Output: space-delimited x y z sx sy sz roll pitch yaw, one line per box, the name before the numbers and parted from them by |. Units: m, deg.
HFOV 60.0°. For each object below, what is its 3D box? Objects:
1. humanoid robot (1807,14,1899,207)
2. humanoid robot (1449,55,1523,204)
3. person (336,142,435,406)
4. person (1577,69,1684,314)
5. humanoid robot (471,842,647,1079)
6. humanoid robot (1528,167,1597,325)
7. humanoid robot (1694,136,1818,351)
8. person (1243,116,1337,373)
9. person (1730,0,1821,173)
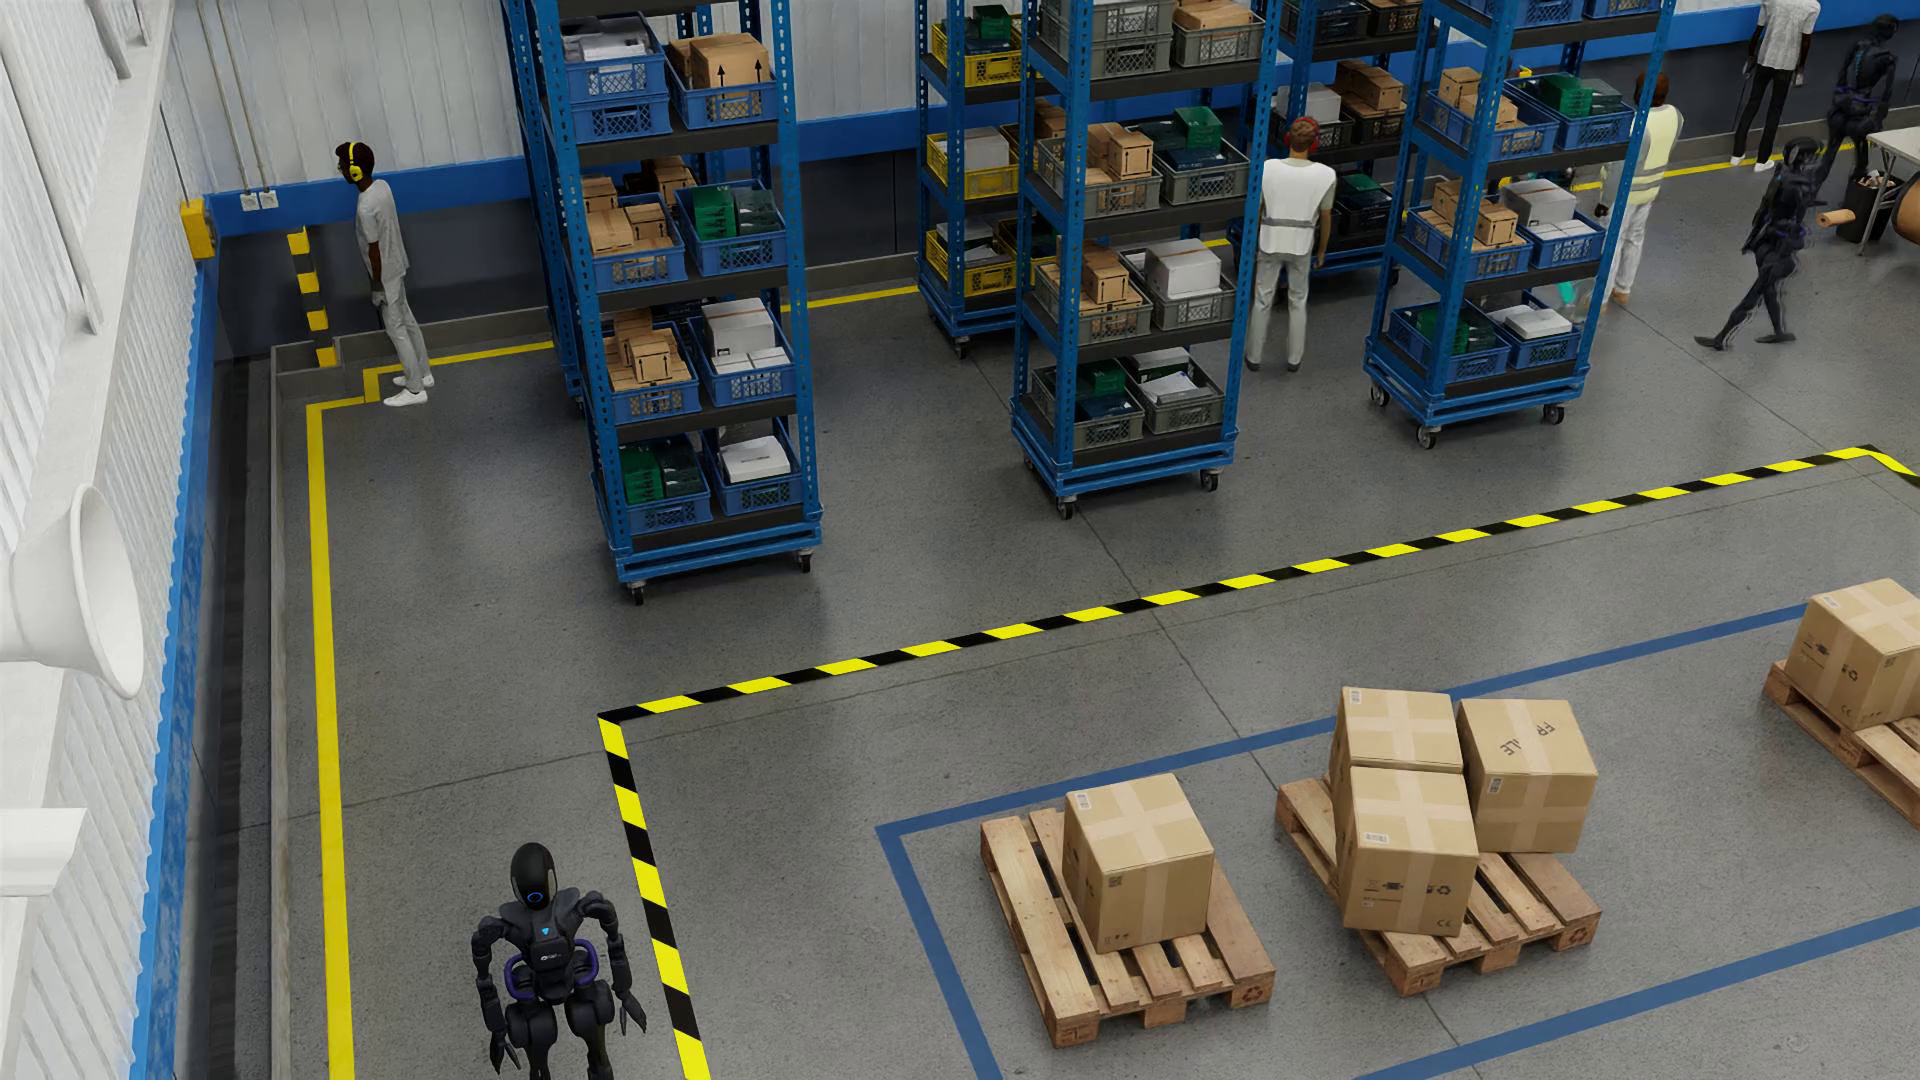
humanoid robot | 7.547 -3.596 13.944 0.627 1.642 0.599 -10 36 -14
humanoid robot | 4.225 -3.114 13.304 0.599 1.615 0.810 21 40 27
person | -3.873 -1.787 11.210 0.313 1.864 0.507 -2 35 -3
person | 4.954 -2.582 12.351 0.632 1.841 0.429 -21 40 -27
humanoid robot | -1.511 1.766 6.317 0.599 1.657 0.315 -12 37 -17
humanoid robot | 4.398 -2.119 11.808 0.958 1.759 0.544 -6 36 -8
humanoid robot | 5.784 -2.101 11.853 0.787 1.627 0.591 -1 35 -1
person | 2.273 -2.020 11.568 0.561 1.831 0.413 5 36 7
person | 7.148 -4.154 14.569 0.513 1.858 0.335 29 44 34
